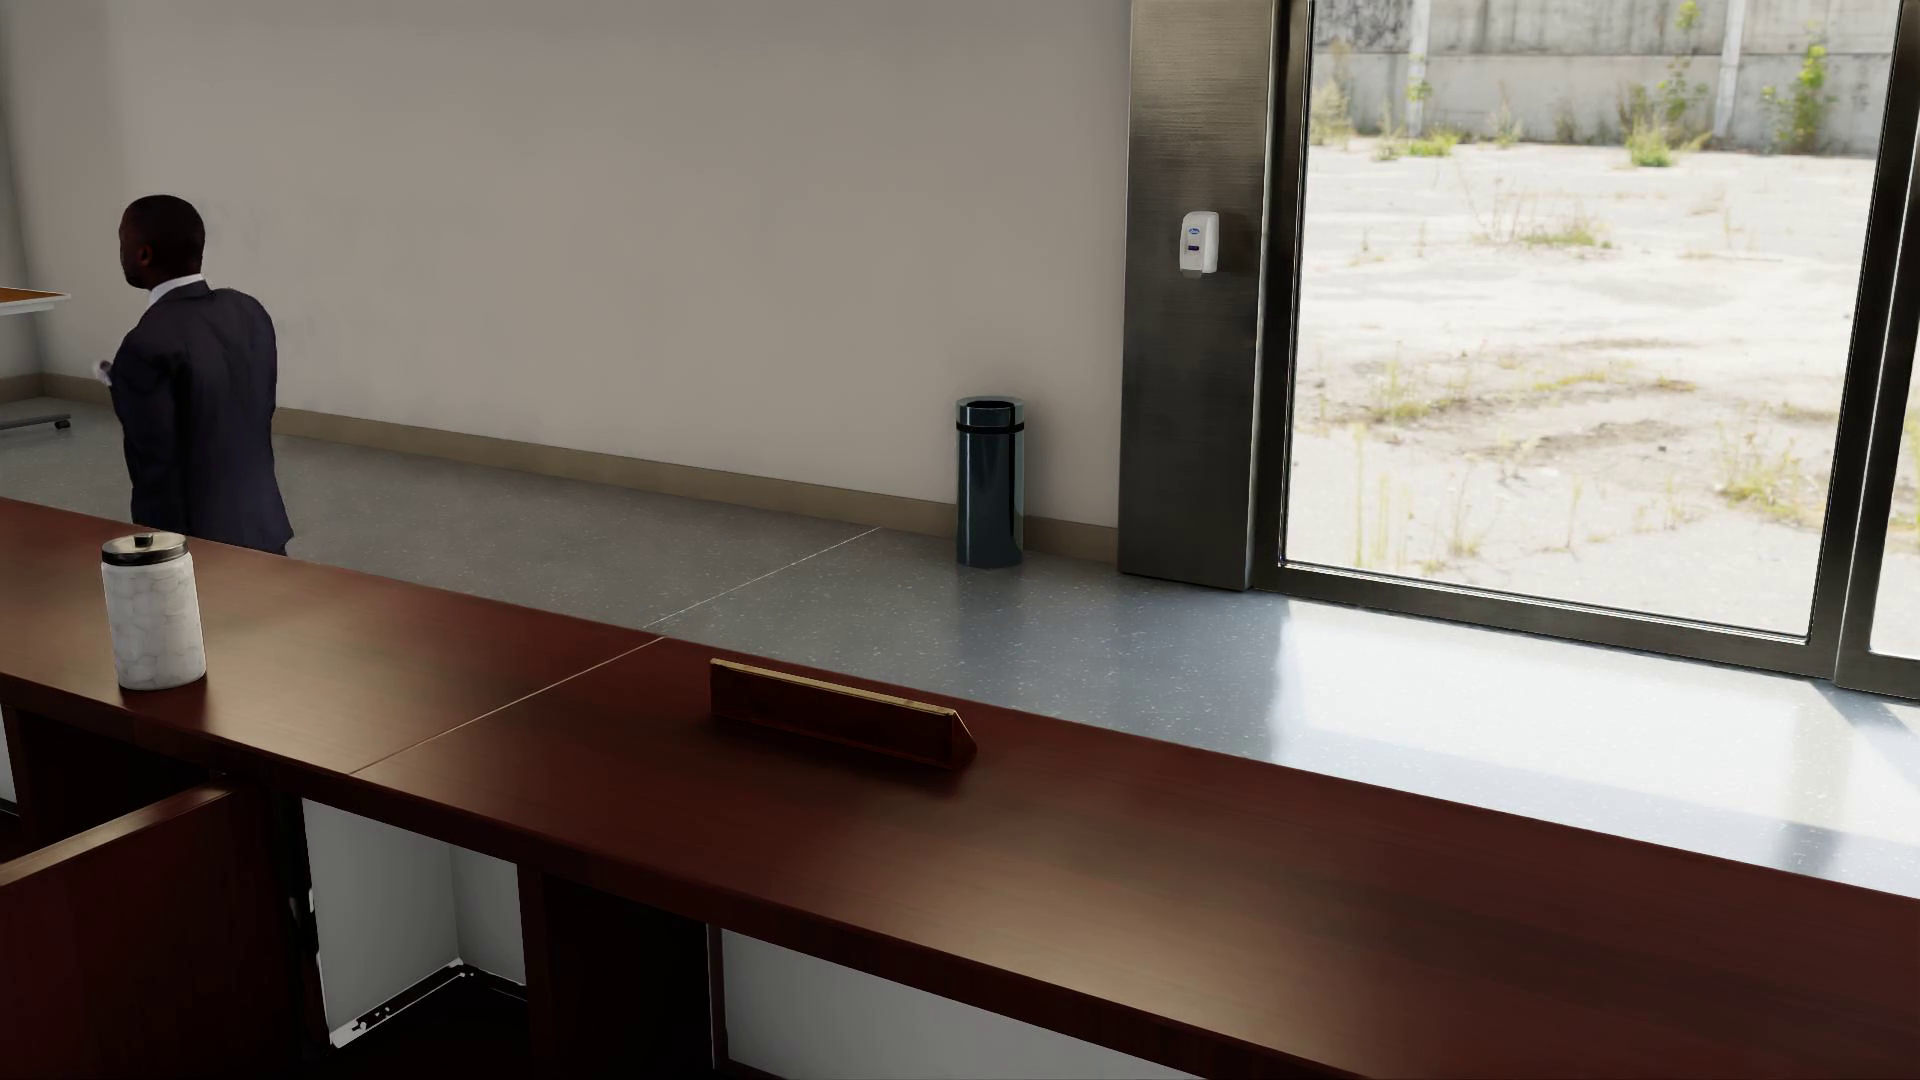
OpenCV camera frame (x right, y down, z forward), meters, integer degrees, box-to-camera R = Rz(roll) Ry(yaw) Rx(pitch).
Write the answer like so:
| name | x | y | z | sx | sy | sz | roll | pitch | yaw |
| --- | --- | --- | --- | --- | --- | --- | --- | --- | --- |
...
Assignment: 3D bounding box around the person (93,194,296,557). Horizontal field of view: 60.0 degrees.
| name | x | y | z | sx | sy | sz | roll | pitch | yaw |
| --- | --- | --- | --- | --- | --- | --- | --- | --- | --- |
| person | -1.832 | 0.050 | 4.266 | 0.901 | 1.792 | 1.198 | 6 | 17 | 19 |
